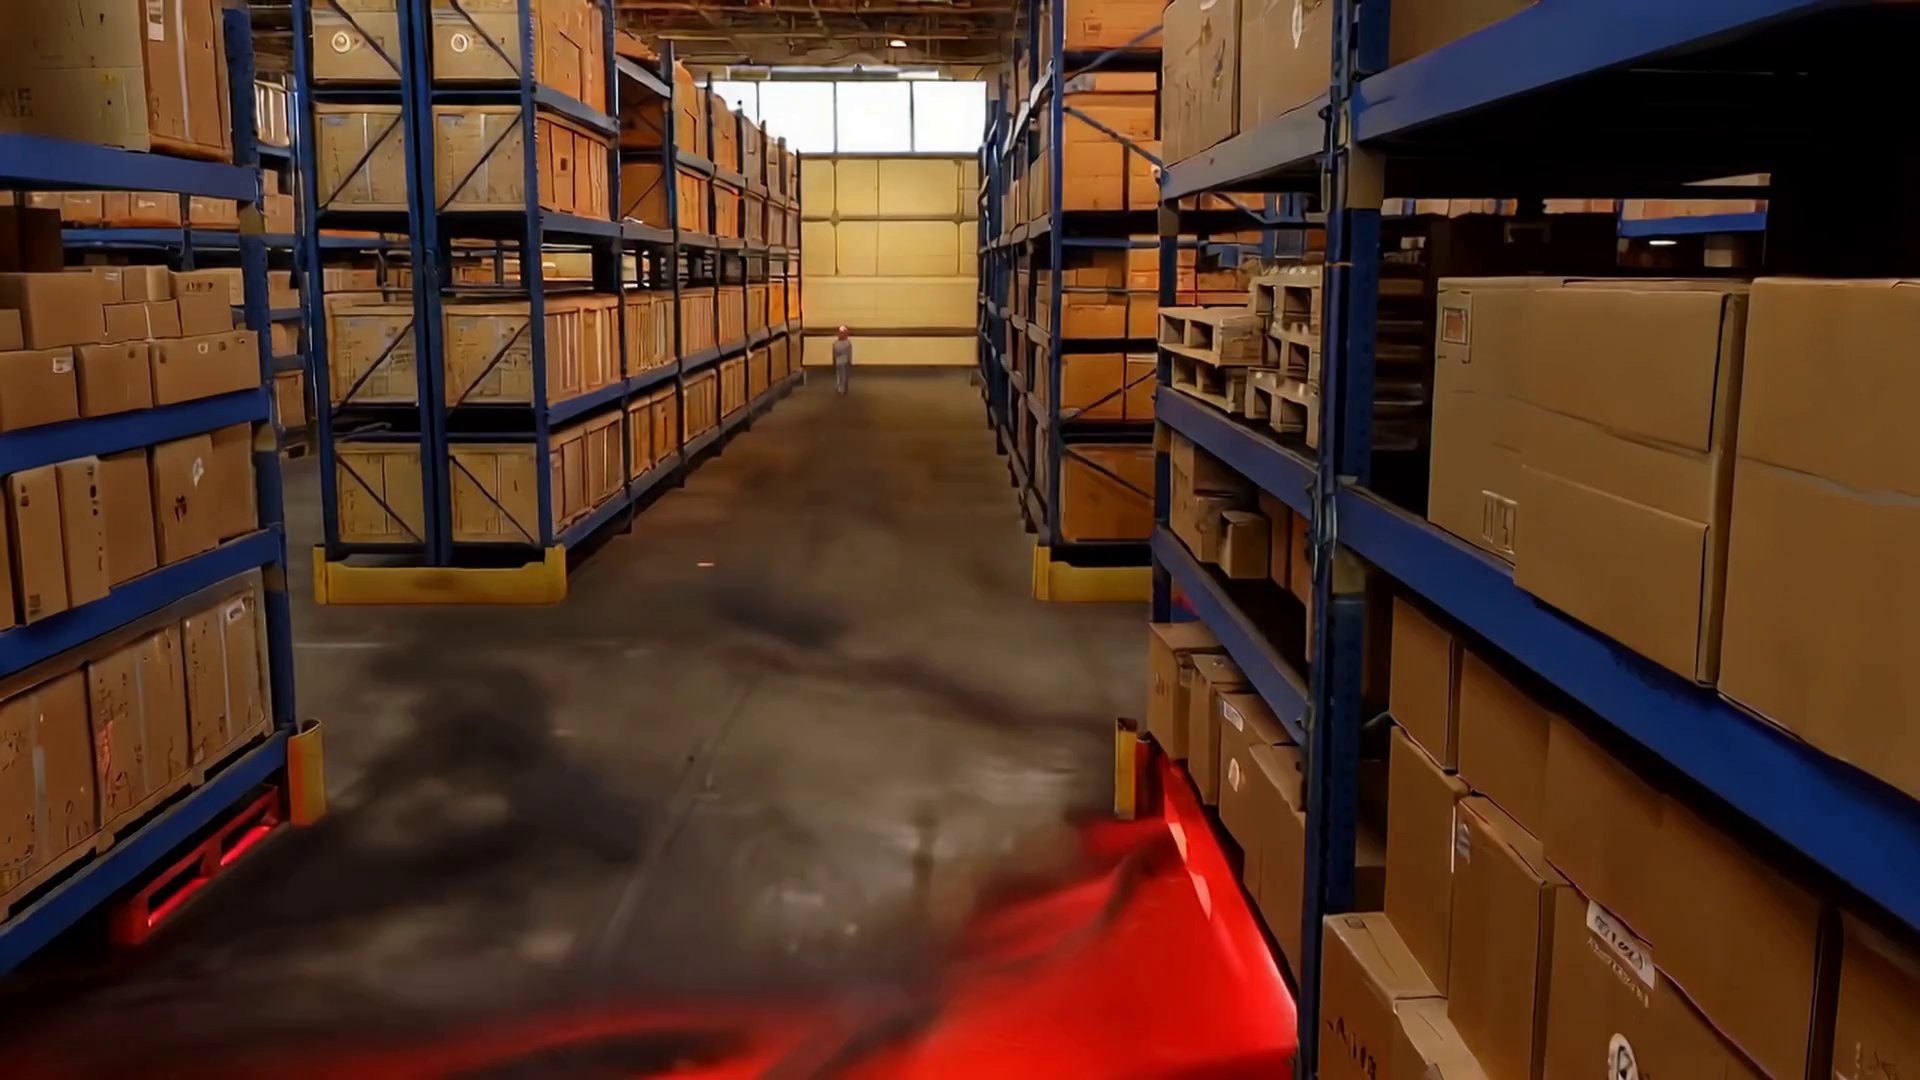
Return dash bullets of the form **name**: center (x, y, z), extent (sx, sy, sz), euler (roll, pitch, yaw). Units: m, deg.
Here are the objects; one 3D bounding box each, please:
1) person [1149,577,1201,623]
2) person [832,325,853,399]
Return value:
- **person**: center (1.972, -0.180, 14.222), extent (0.754, 1.817, 0.595), euler (1, 9, 5)
- **person**: center (-2.740, -4.151, 38.834), extent (0.489, 1.731, 0.382), euler (-1, 9, -4)
